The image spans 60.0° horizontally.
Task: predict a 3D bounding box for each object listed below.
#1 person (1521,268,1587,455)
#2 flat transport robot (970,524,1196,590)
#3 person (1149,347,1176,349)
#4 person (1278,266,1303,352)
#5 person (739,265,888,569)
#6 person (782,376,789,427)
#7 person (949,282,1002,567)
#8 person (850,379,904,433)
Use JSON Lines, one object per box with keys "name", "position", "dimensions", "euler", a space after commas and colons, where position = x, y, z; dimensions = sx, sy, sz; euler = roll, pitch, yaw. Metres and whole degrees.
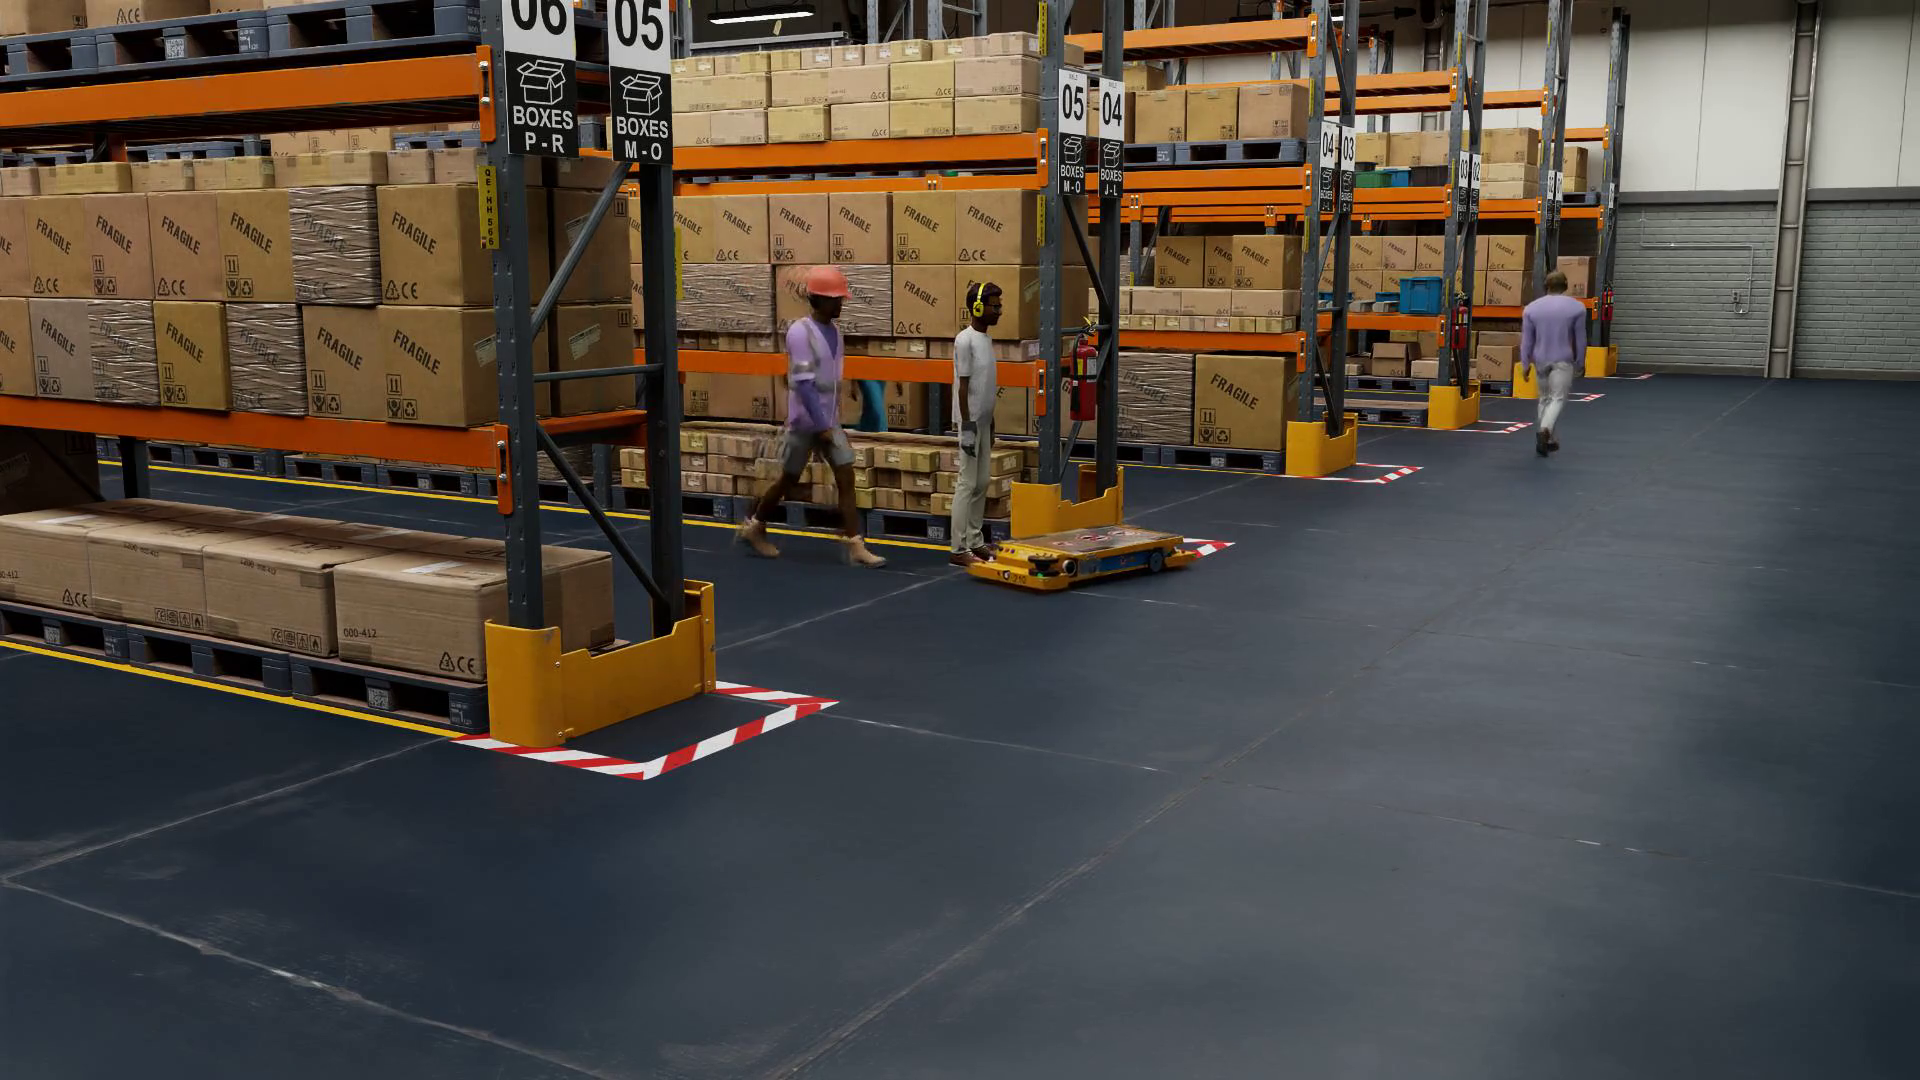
{"name": "person", "position": [6.048, -1.817, 17.021], "dimensions": [0.631, 1.918, 0.881], "euler": [7, 12, 35]}
{"name": "flat transport robot", "position": [0.804, 0.091, 10.624], "dimensions": [1.431, 0.197, 0.652], "euler": [-9, 13, -42]}
{"name": "person", "position": [2.387, -2.151, 19.575], "dimensions": [0.322, 1.698, 0.533], "euler": [2, 10, 14]}
{"name": "person", "position": [3.874, -2.236, 19.371], "dimensions": [0.372, 1.940, 0.627], "euler": [4, 11, 24]}
{"name": "person", "position": [-1.005, -0.807, 10.925], "dimensions": [1.099, 1.987, 0.592], "euler": [6, 11, 32]}
{"name": "person", "position": [-1.565, -1.591, 15.756], "dimensions": [0.505, 1.883, 0.661], "euler": [-1, 10, -5]}
{"name": "person", "position": [0.117, -0.748, 10.903], "dimensions": [0.325, 1.860, 0.515], "euler": [4, 10, 22]}
{"name": "person", "position": [-0.768, -1.494, 15.445], "dimensions": [0.878, 1.797, 0.580], "euler": [6, 11, 31]}
